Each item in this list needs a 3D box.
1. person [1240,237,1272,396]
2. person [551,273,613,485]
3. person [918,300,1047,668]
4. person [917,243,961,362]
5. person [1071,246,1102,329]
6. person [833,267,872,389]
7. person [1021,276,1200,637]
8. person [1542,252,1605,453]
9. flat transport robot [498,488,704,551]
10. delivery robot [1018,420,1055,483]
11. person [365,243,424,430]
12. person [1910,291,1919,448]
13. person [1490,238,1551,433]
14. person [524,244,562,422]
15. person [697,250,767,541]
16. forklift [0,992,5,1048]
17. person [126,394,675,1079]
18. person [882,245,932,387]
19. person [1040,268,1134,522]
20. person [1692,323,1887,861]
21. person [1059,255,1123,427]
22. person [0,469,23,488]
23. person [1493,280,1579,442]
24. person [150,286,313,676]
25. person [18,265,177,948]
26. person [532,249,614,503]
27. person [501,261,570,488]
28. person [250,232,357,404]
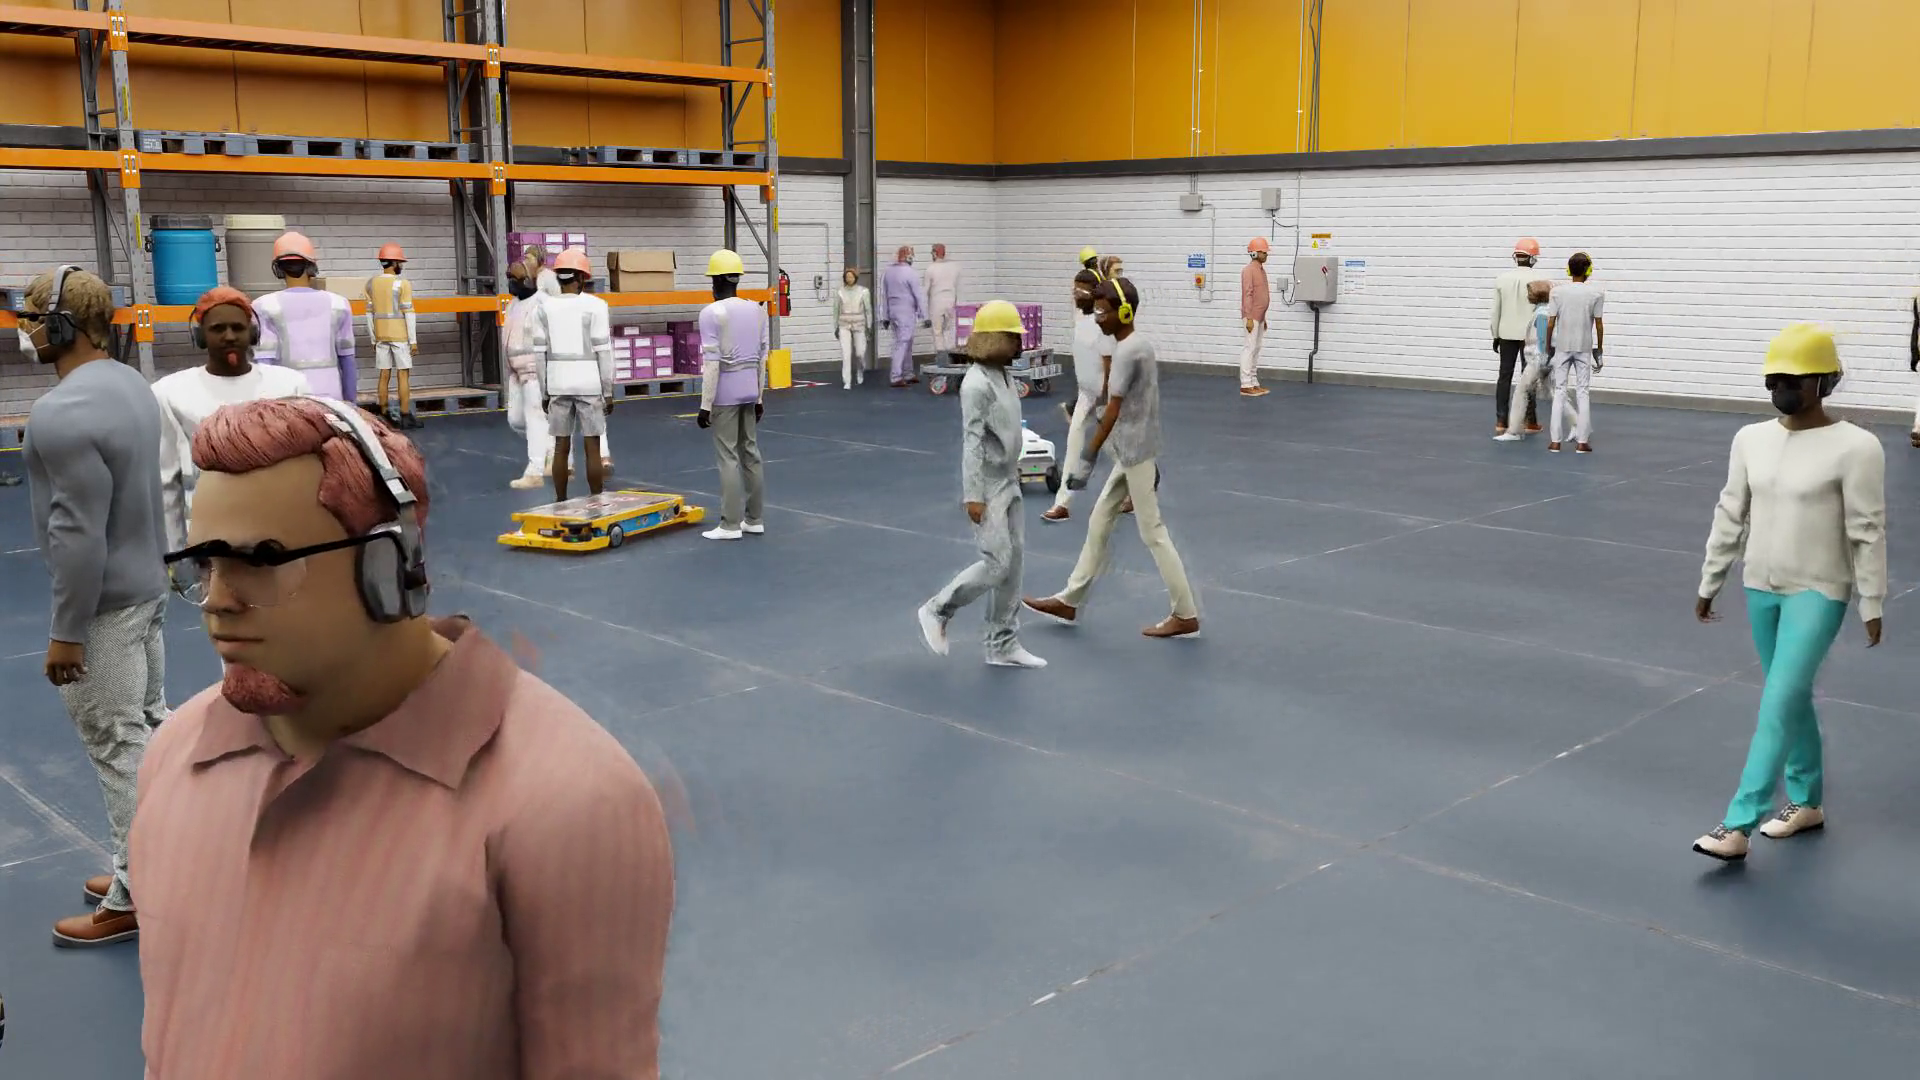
[{"bbox_3d":[3.750,-2.832,21.111,0.376,1.995,0.612,5,12,27],"label":"person"},{"bbox_3d":[-3.107,-1.359,13.527,0.649,1.841,0.930,-6,12,-28],"label":"person"},{"bbox_3d":[0.120,-0.248,7.732,0.518,1.725,0.502,4,11,22],"label":"person"},{"bbox_3d":[-0.356,-3.508,25.055,0.681,1.892,0.558,-7,13,-34],"label":"person"},{"bbox_3d":[1.669,-2.691,20.627,0.622,1.888,0.676,3,11,15],"label":"person"},{"bbox_3d":[-1.424,-2.824,22.120,0.519,1.617,0.670,-1,10,-4],"label":"person"},{"bbox_3d":[0.791,-0.403,8.363,0.942,1.814,0.496,1,10,6],"label":"person"},{"bbox_3d":[5.730,-1.746,15.533,0.538,1.869,0.312,5,11,24],"label":"person"},{"bbox_3d":[-2.388,-0.151,11.197,0.652,0.197,1.431,5,11,24],"label":"flat transport robot"},{"bbox_3d":[0.477,-0.710,13.213,0.477,0.478,0.707,-4,11,-20],"label":"delivery robot"},{"bbox_3d":[-5.906,-2.116,17.372,0.552,1.933,0.368,3,11,16],"label":"person"},{"bbox_3d":[9.125,-1.694,15.366,0.442,1.824,0.646,-7,12,-32],"label":"person"},{"bbox_3d":[5.780,-2.105,17.148,0.612,1.994,0.394,8,13,39],"label":"person"},{"bbox_3d":[-4.464,-2.211,17.917,0.519,1.928,0.633,-10,14,-43],"label":"person"},{"bbox_3d":[-1.534,-0.958,11.079,0.374,1.925,0.595,7,12,33],"label":"person"},{"bbox_3d":[-3.245,0.323,3.363,2.313,2.155,1.214,2,11,13],"label":"forklift"},{"bbox_3d":[-0.564,0.771,1.780,0.650,1.877,0.833,4,11,21],"label":"person"},{"bbox_3d":[-0.652,-2.987,22.275,0.813,1.876,0.660,-8,13,-37],"label":"person"},{"bbox_3d":[0.966,-1.034,11.871,0.959,1.802,0.564,-6,12,-31],"label":"person"},{"bbox_3d":[2.619,0.175,5.397,0.837,1.729,0.553,-5,11,-24],"label":"person"},{"bbox_3d":[1.368,-1.941,16.709,0.626,1.832,0.518,7,13,35],"label":"person"},{"bbox_3d":[-8.005,-1.283,12.997,0.563,1.887,1.005,7,12,33],"label":"person"},{"bbox_3d":[5.734,-1.743,16.263,0.829,1.600,0.534,4,11,23],"label":"person"},{"bbox_3d":[-2.687,-0.026,6.224,0.579,1.850,0.948,-7,12,-33],"label":"person"},{"bbox_3d":[-2.464,0.191,4.782,0.372,1.940,0.629,-2,11,-10],"label":"person"},{"bbox_3d":[-2.672,-1.051,11.586,0.542,1.928,0.378,1,10,7],"label":"person"},{"bbox_3d":[-3.420,-1.332,13.415,0.632,1.826,0.517,10,15,44],"label":"person"},{"bbox_3d":[-3.975,-0.835,10.095,0.614,2.039,0.384,-9,14,-40],"label":"person"}]
